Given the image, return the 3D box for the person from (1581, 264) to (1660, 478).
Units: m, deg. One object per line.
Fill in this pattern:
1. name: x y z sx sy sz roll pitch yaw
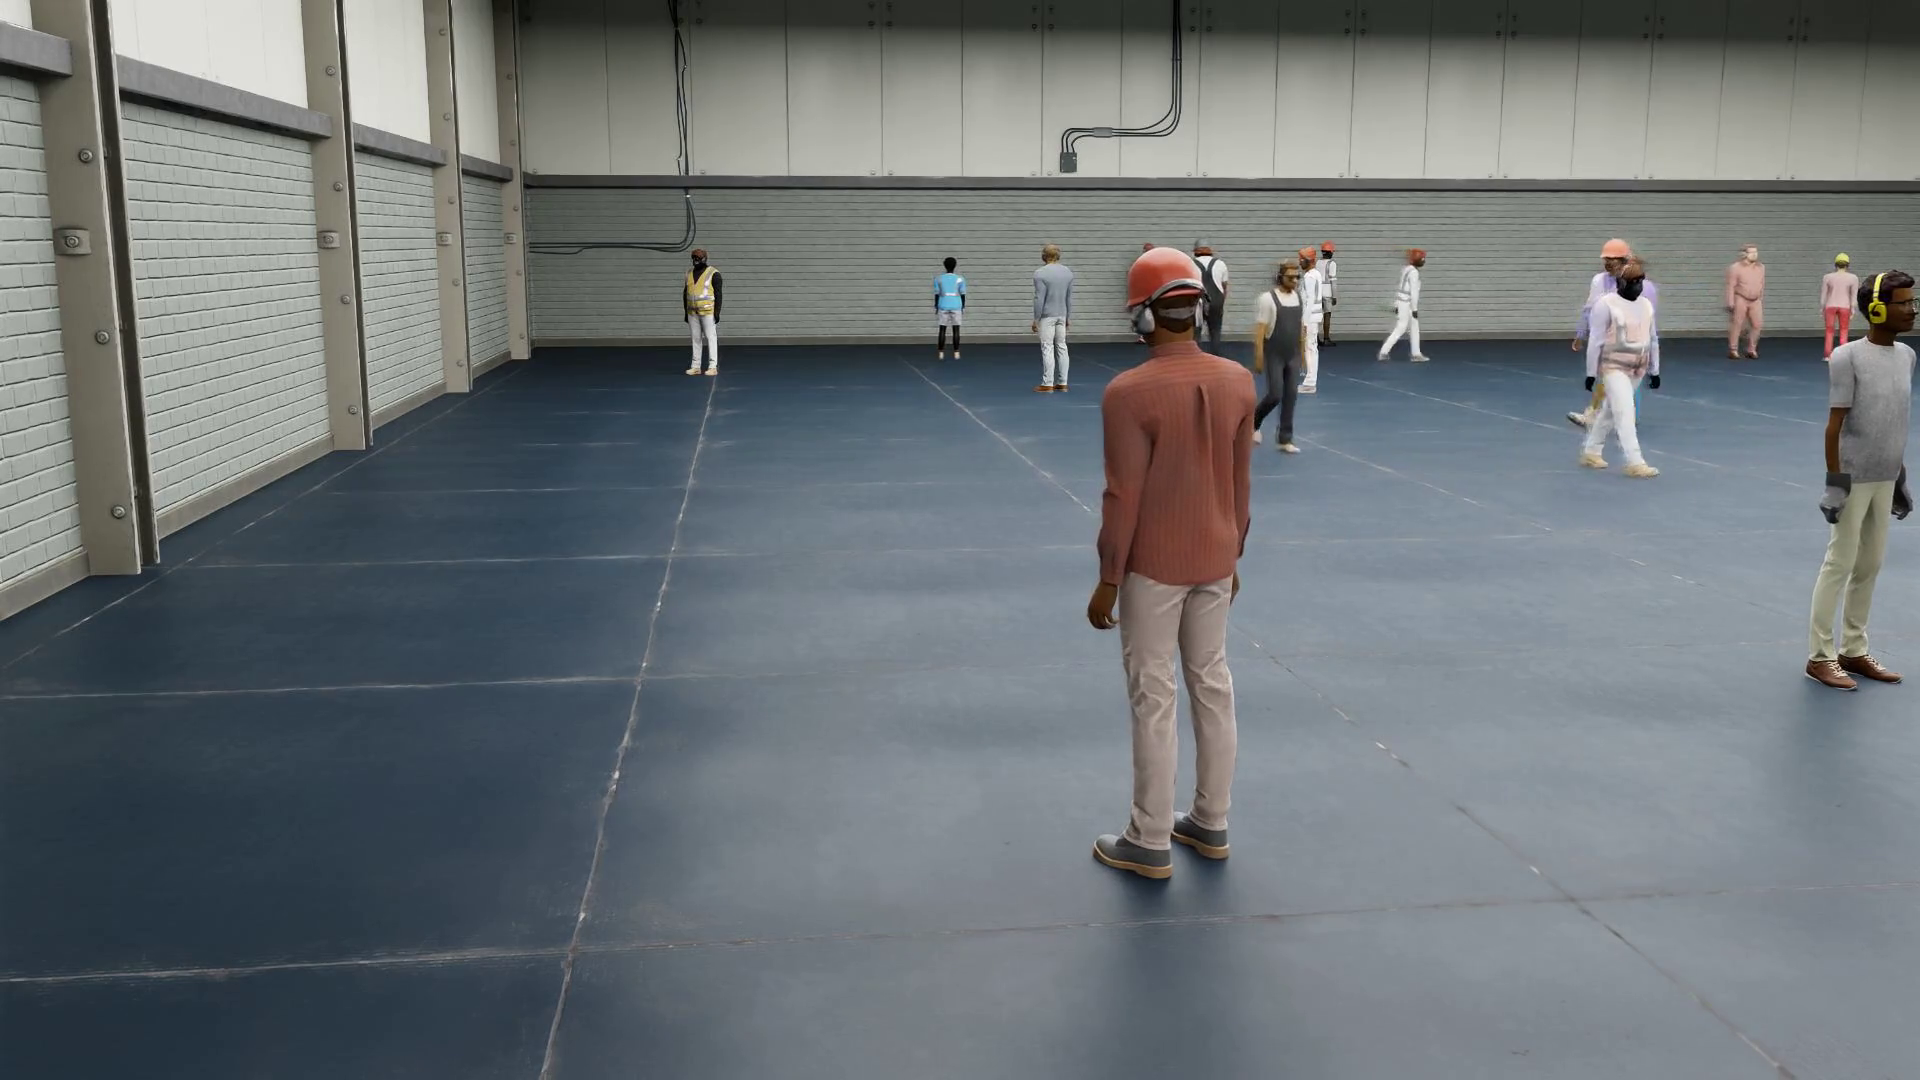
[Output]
1. person: 5.696 -1.461 14.272 0.644 1.795 0.954 -5 11 -24

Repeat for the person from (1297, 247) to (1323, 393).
1. person: 4.531 -2.855 21.646 0.355 1.887 0.573 4 11 20

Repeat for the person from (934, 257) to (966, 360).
1. person: -0.163 -3.826 27.516 0.535 1.687 0.328 1 10 6

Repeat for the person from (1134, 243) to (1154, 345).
1. person: 3.535 -4.642 31.386 0.642 1.909 0.399 -6 12 -29

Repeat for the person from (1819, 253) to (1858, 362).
1. person: 14.174 -3.744 26.858 0.527 1.767 0.320 5 11 25

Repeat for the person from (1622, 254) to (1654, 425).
1. person: 7.165 -2.169 18.031 0.596 1.826 0.642 -7 12 -32

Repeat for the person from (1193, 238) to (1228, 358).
1. person: 3.630 -3.514 24.839 0.731 2.000 0.567 -1 10 -3

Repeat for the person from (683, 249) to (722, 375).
1. person: -3.790 -3.330 24.375 0.634 1.841 0.429 5 11 25

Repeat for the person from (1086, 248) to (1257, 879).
1. person: 0.663 0.078 5.295 0.608 1.986 0.391 -7 13 -35

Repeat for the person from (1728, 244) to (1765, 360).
1. person: 12.990 -3.909 27.412 0.670 1.891 0.686 -2 10 -8

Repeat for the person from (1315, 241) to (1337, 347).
1. person: 6.759 -4.542 30.754 0.365 1.935 0.553 -8 13 -36

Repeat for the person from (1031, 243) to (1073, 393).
1. person: 1.195 -2.873 21.608 0.634 1.935 0.350 -8 13 -38

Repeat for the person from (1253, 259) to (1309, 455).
1. person: 2.992 -1.721 15.604 0.507 1.825 0.544 -5 12 -27

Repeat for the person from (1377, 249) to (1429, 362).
1. person: 7.211 -3.806 27.028 0.823 1.842 0.585 3 11 17

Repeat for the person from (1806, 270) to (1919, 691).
1. person: 4.096 -0.267 7.488 0.533 1.876 0.320 -5 11 -25

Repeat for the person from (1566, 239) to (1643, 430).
1. person: 6.806 -2.157 17.532 1.055 1.983 0.616 -4 11 -22
